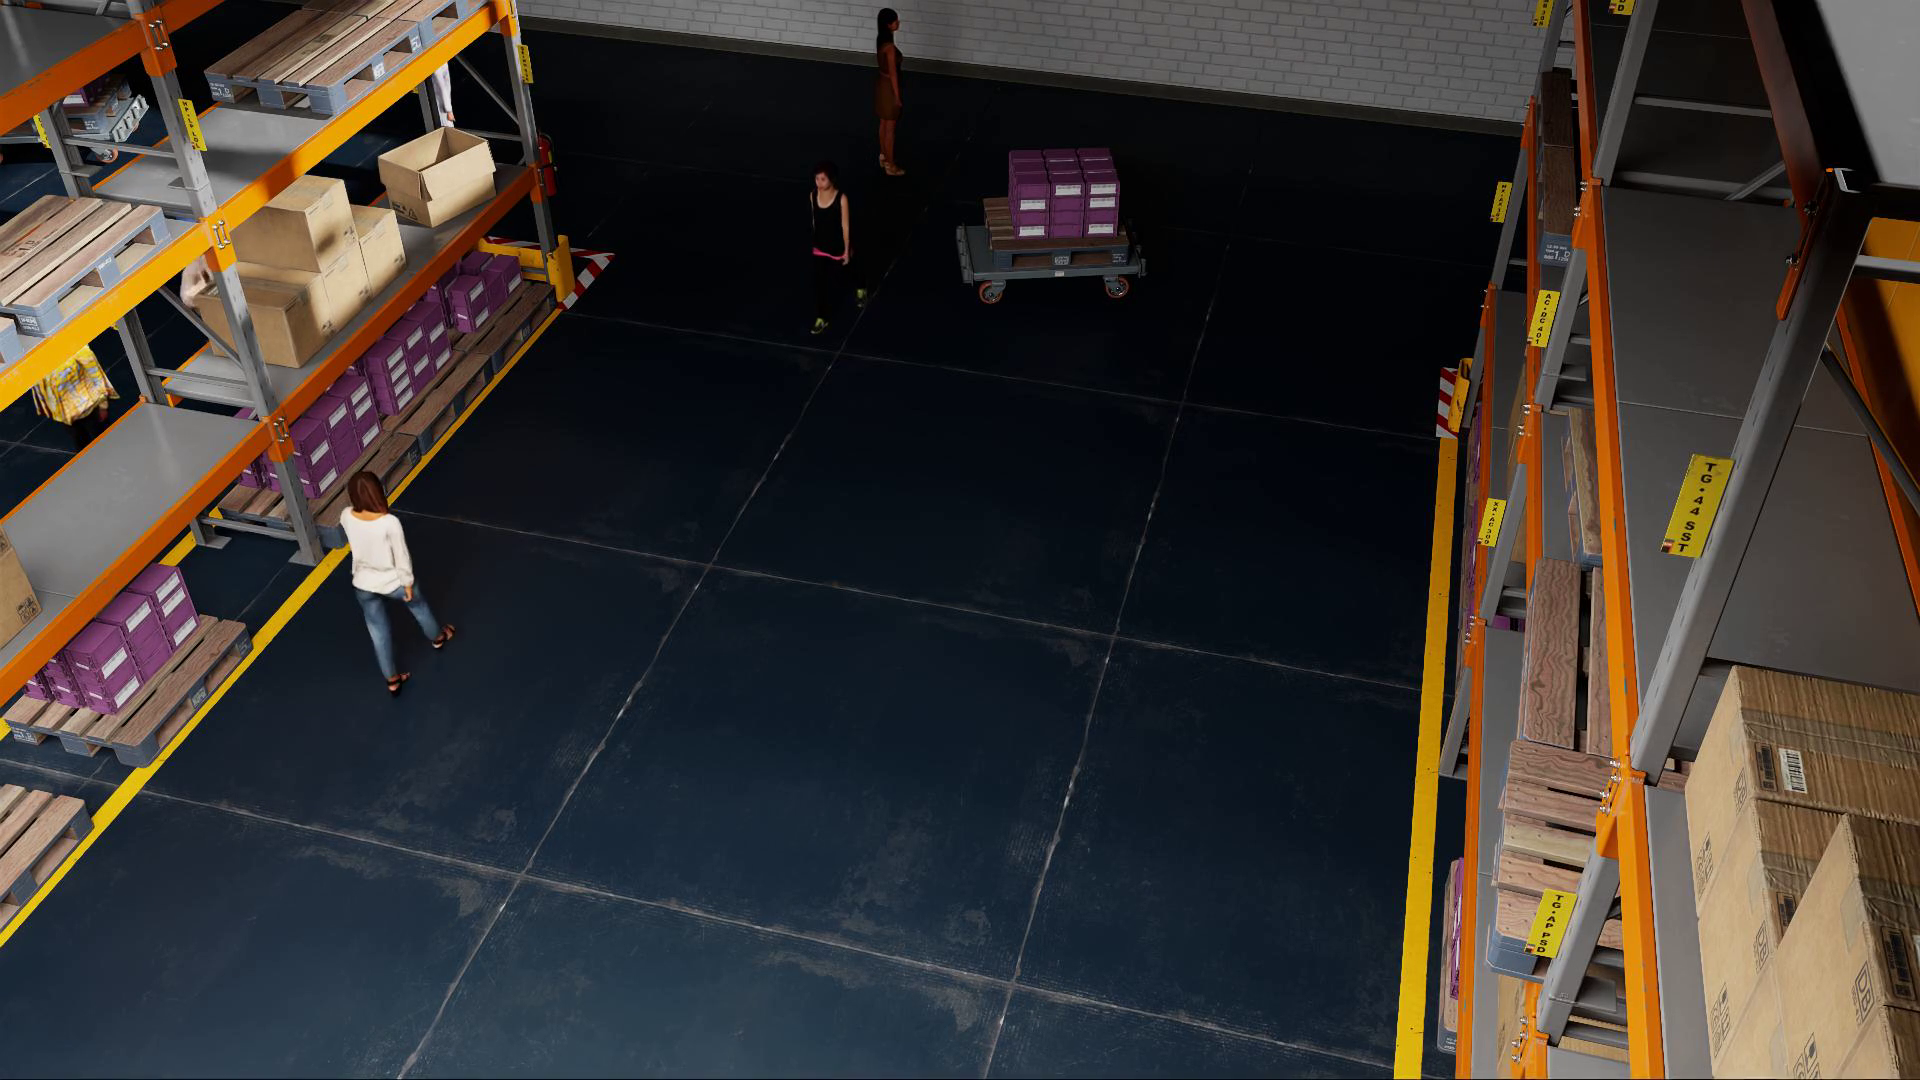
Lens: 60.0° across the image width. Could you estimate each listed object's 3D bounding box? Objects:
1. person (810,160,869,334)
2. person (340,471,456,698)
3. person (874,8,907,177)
[{"bbox_3d":[-1.055,-2.578,14.379,0.631,1.526,1.017,14,41,17],"label":"person"},{"bbox_3d":[-3.724,0.319,10.645,0.660,1.658,0.916,6,39,7],"label":"person"},{"bbox_3d":[-0.712,-4.486,16.637,0.703,1.690,0.600,-9,40,-12],"label":"person"}]
